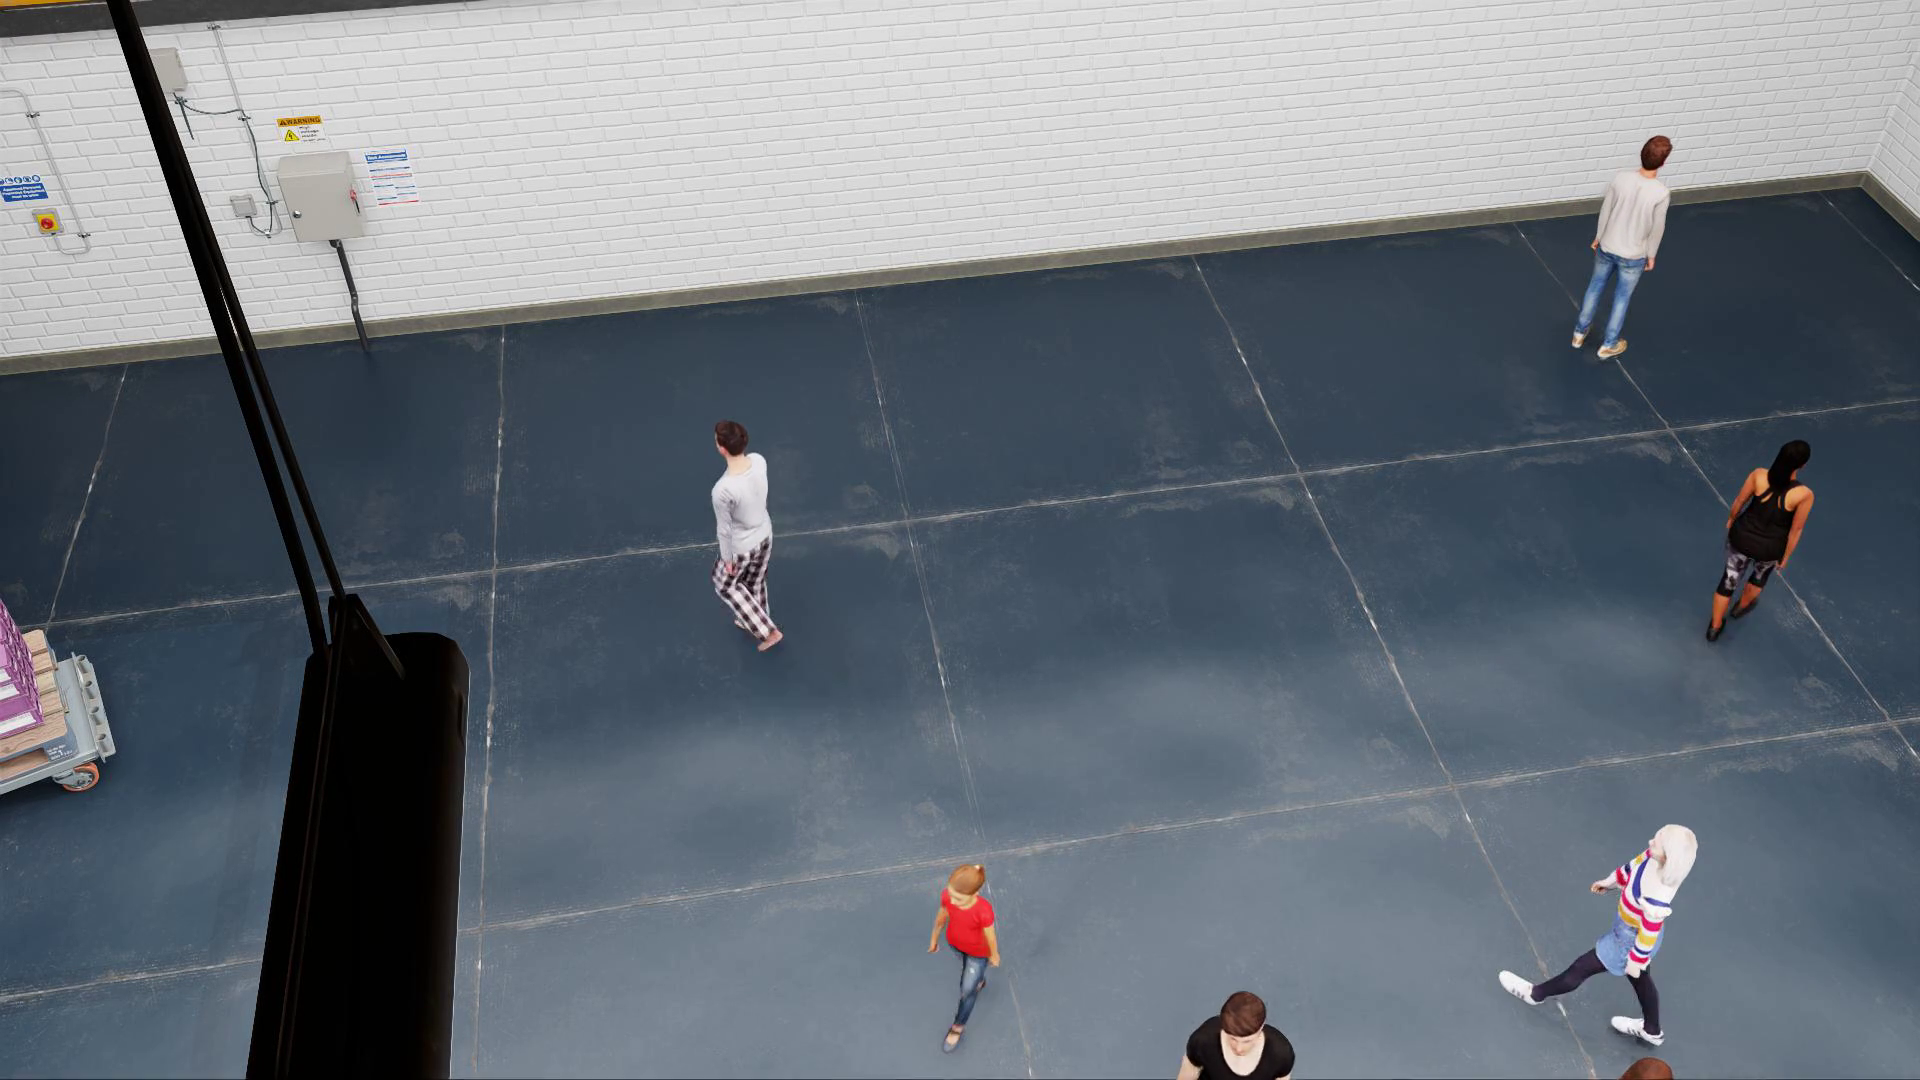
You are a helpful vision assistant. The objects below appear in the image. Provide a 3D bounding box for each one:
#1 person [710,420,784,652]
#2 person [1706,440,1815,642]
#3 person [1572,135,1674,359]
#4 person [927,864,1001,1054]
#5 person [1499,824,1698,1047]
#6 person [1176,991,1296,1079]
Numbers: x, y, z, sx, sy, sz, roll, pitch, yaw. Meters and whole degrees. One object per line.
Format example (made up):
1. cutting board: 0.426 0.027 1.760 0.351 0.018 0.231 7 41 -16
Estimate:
1. person: -1.310 0.021 10.659 0.898 1.833 0.836 27 50 26
2. person: 5.140 0.040 10.773 0.849 1.649 0.899 29 51 27
3. person: 5.201 -2.289 13.034 0.722 1.902 0.814 32 52 29
4. person: 0.086 2.101 8.868 0.769 1.292 0.826 26 50 25
5. person: 3.559 2.069 8.565 1.166 1.757 1.163 21 48 21
6. person: 1.289 2.623 7.891 0.805 1.884 0.811 9 44 9
